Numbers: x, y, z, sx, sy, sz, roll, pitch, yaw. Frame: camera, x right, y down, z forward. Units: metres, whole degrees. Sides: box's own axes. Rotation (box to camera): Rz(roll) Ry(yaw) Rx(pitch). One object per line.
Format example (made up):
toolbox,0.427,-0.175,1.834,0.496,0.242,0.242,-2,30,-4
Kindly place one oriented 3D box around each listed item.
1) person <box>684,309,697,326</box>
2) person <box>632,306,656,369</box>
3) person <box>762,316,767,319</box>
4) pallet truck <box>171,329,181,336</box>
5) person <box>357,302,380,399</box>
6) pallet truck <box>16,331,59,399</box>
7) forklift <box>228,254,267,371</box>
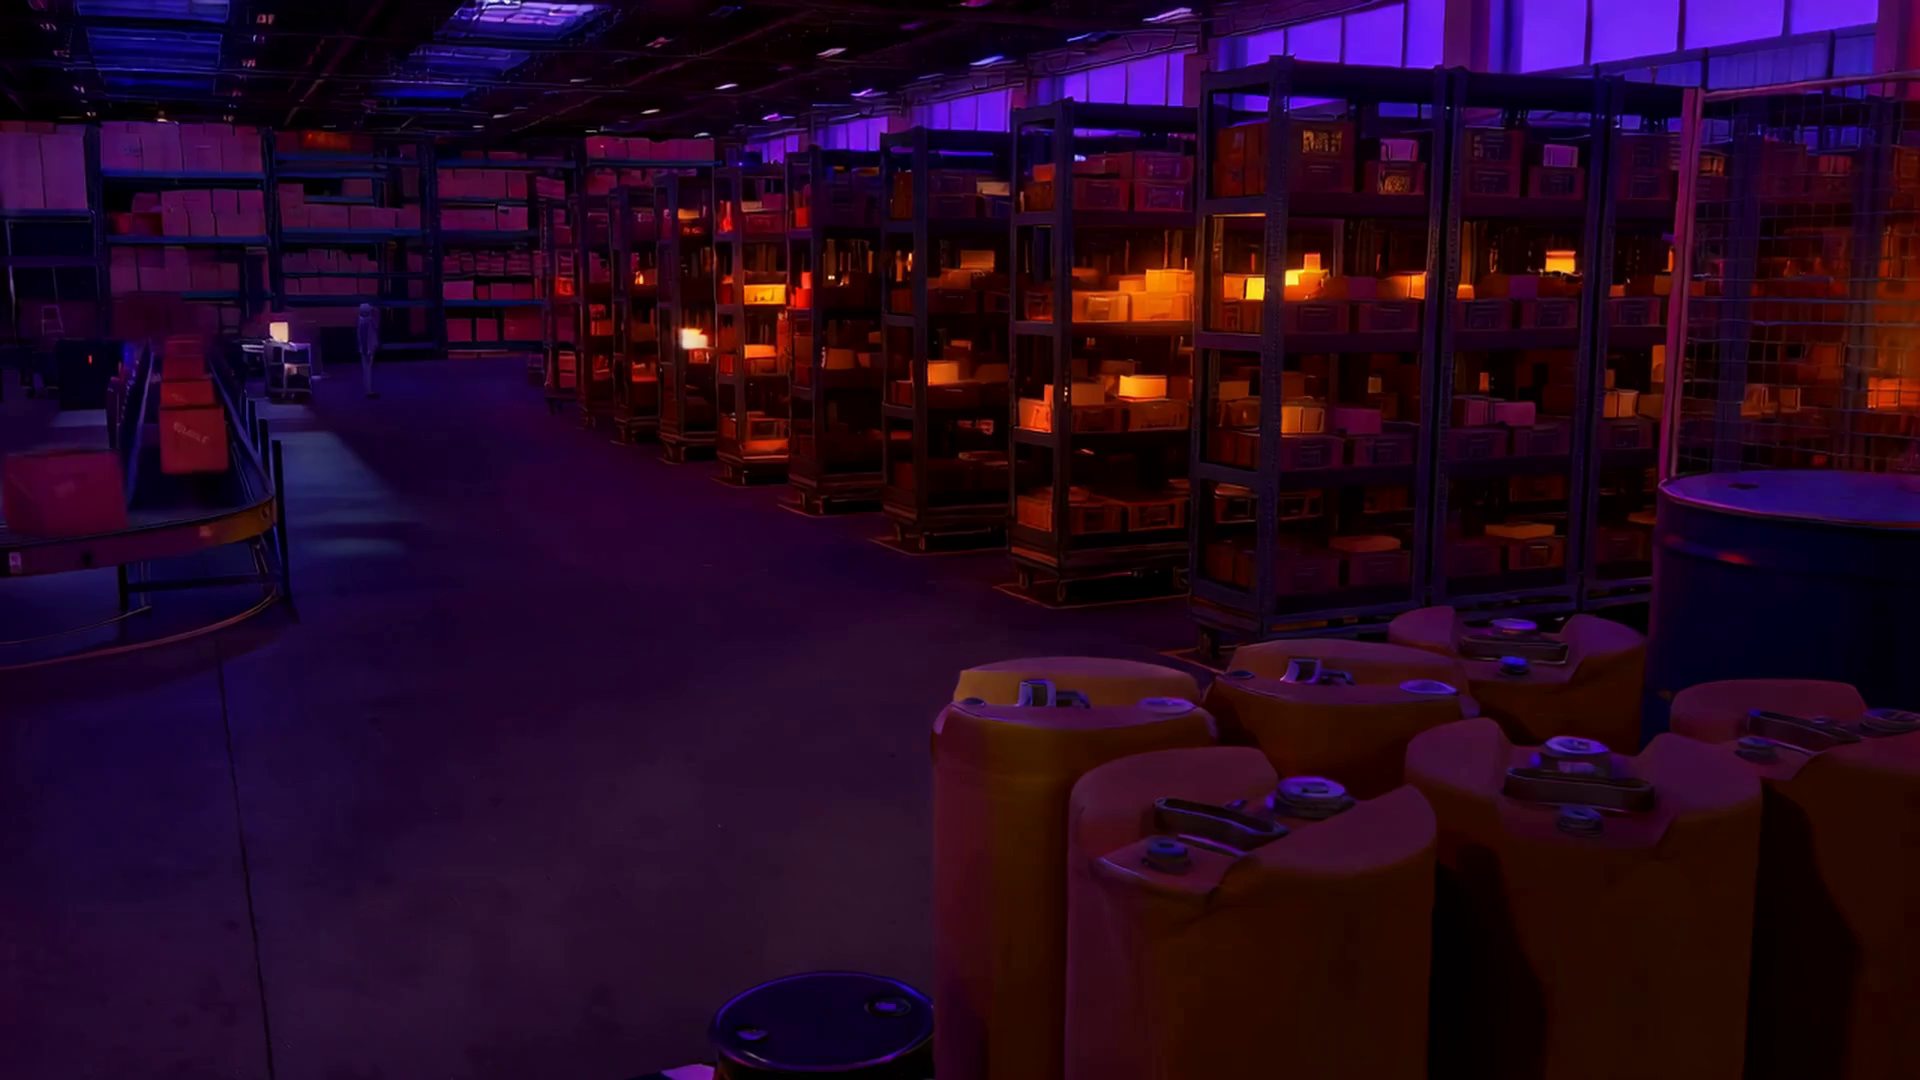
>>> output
person,-5.367,-3.785,32.789,0.634,1.860,1.028,5,10,27
person,-7.102,-4.525,37.358,0.564,1.848,0.388,-2,9,-12
person,-4.787,-4.755,39.126,0.586,1.733,0.401,0,9,-2
pallet truck,-17.275,-3.851,35.096,1.601,1.201,0.680,0,9,1
person,-11.282,-3.611,31.727,0.403,1.834,0.589,-3,10,-16
pallet truck,-17.082,-3.353,31.781,1.630,1.274,0.653,-4,10,-25
forklift,-17.052,-5.533,40.415,1.873,2.768,1.129,-4,10,-25
